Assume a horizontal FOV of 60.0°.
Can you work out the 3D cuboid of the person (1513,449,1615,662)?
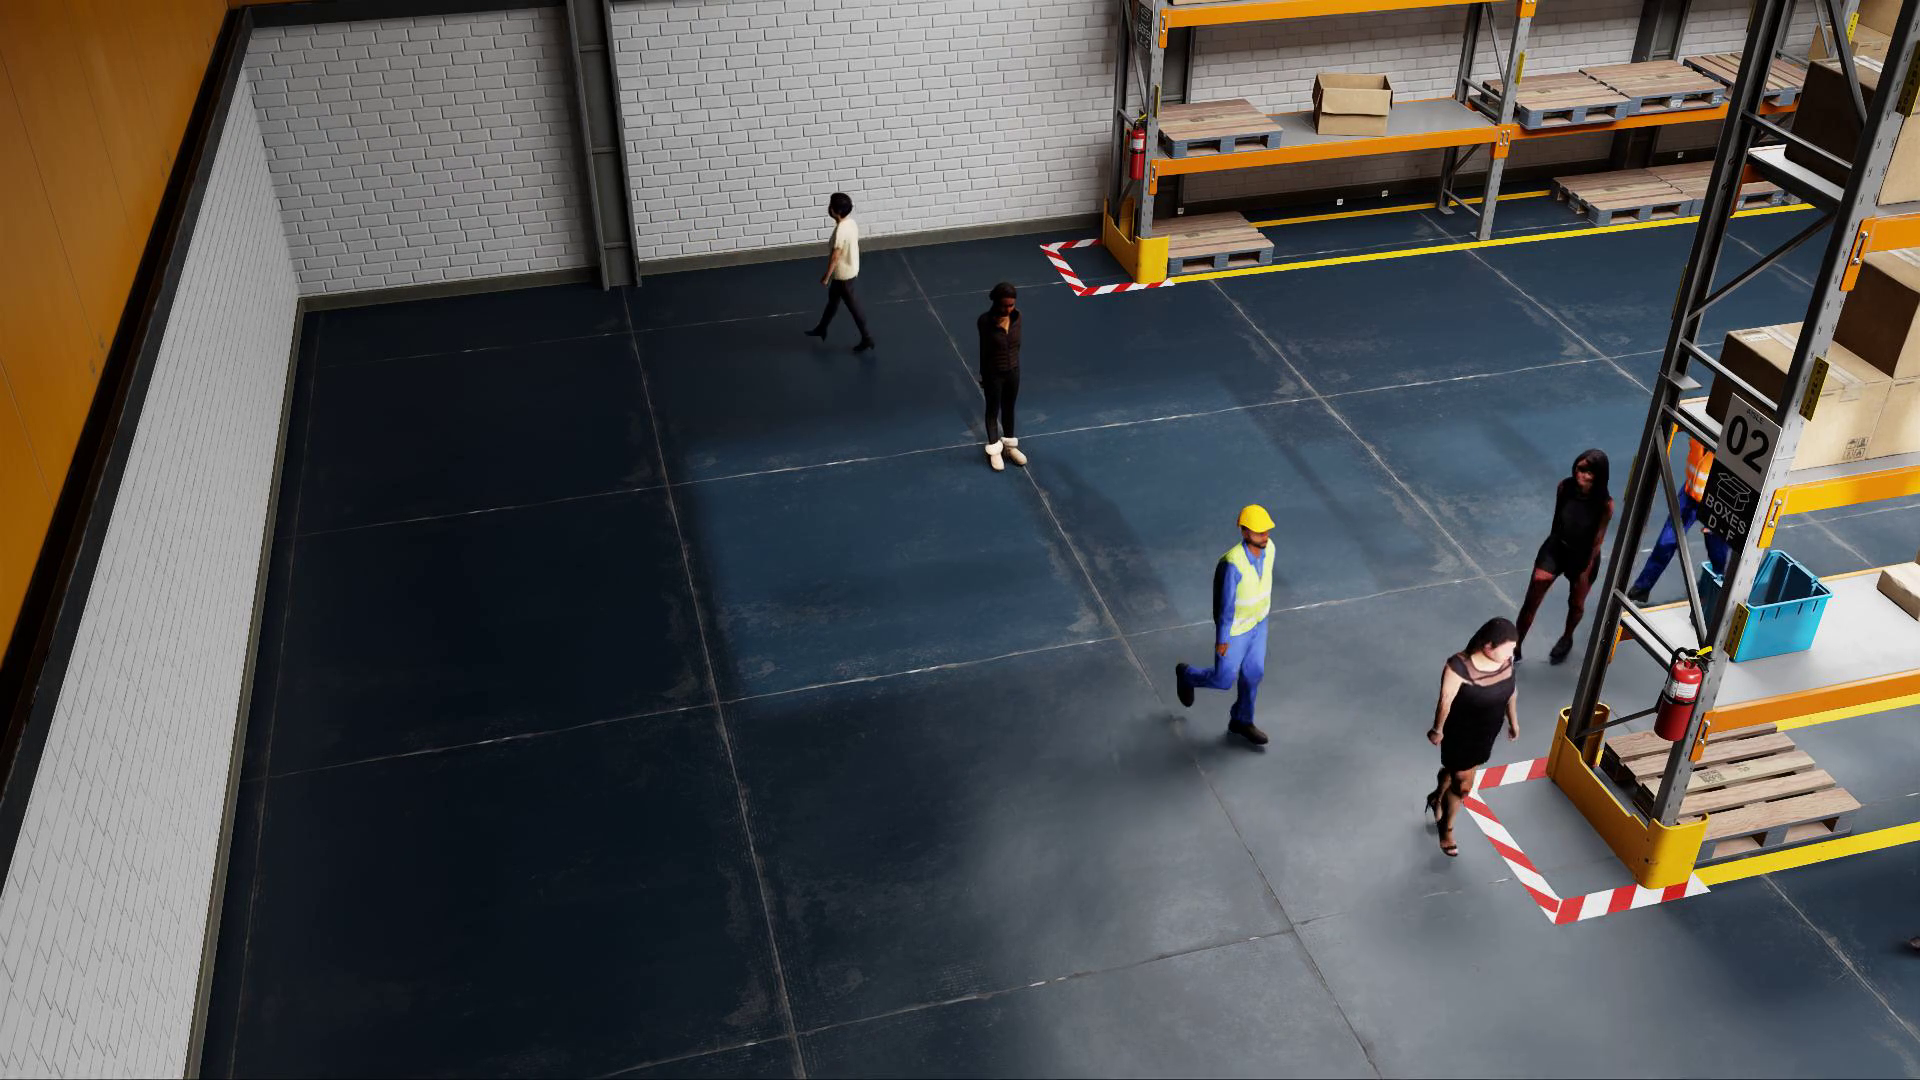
[{"bbox_3d":[4.332,0.110,11.647,1.036,1.717,0.860,-28,43,-35],"label":"person"}]

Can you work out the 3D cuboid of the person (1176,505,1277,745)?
[{"bbox_3d":[1.799,0.513,10.970,1.049,1.796,1.007,-28,42,-35],"label":"person"}]

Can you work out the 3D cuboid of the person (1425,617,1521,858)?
[{"bbox_3d":[3.043,1.111,10.165,0.678,1.691,0.785,-18,38,-25],"label":"person"}]

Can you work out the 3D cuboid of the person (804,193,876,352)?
[{"bbox_3d":[-1.011,-2.496,15.711,1.042,1.559,0.840,4,34,6],"label":"person"}]

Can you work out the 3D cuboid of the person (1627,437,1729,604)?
[{"bbox_3d":[5.549,-0.325,12.193,1.263,1.837,0.877,-16,37,-23],"label":"person"}]

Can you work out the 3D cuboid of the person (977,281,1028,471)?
[{"bbox_3d":[0.336,-1.422,14.003,0.691,1.661,0.623,22,40,30],"label":"person"}]
